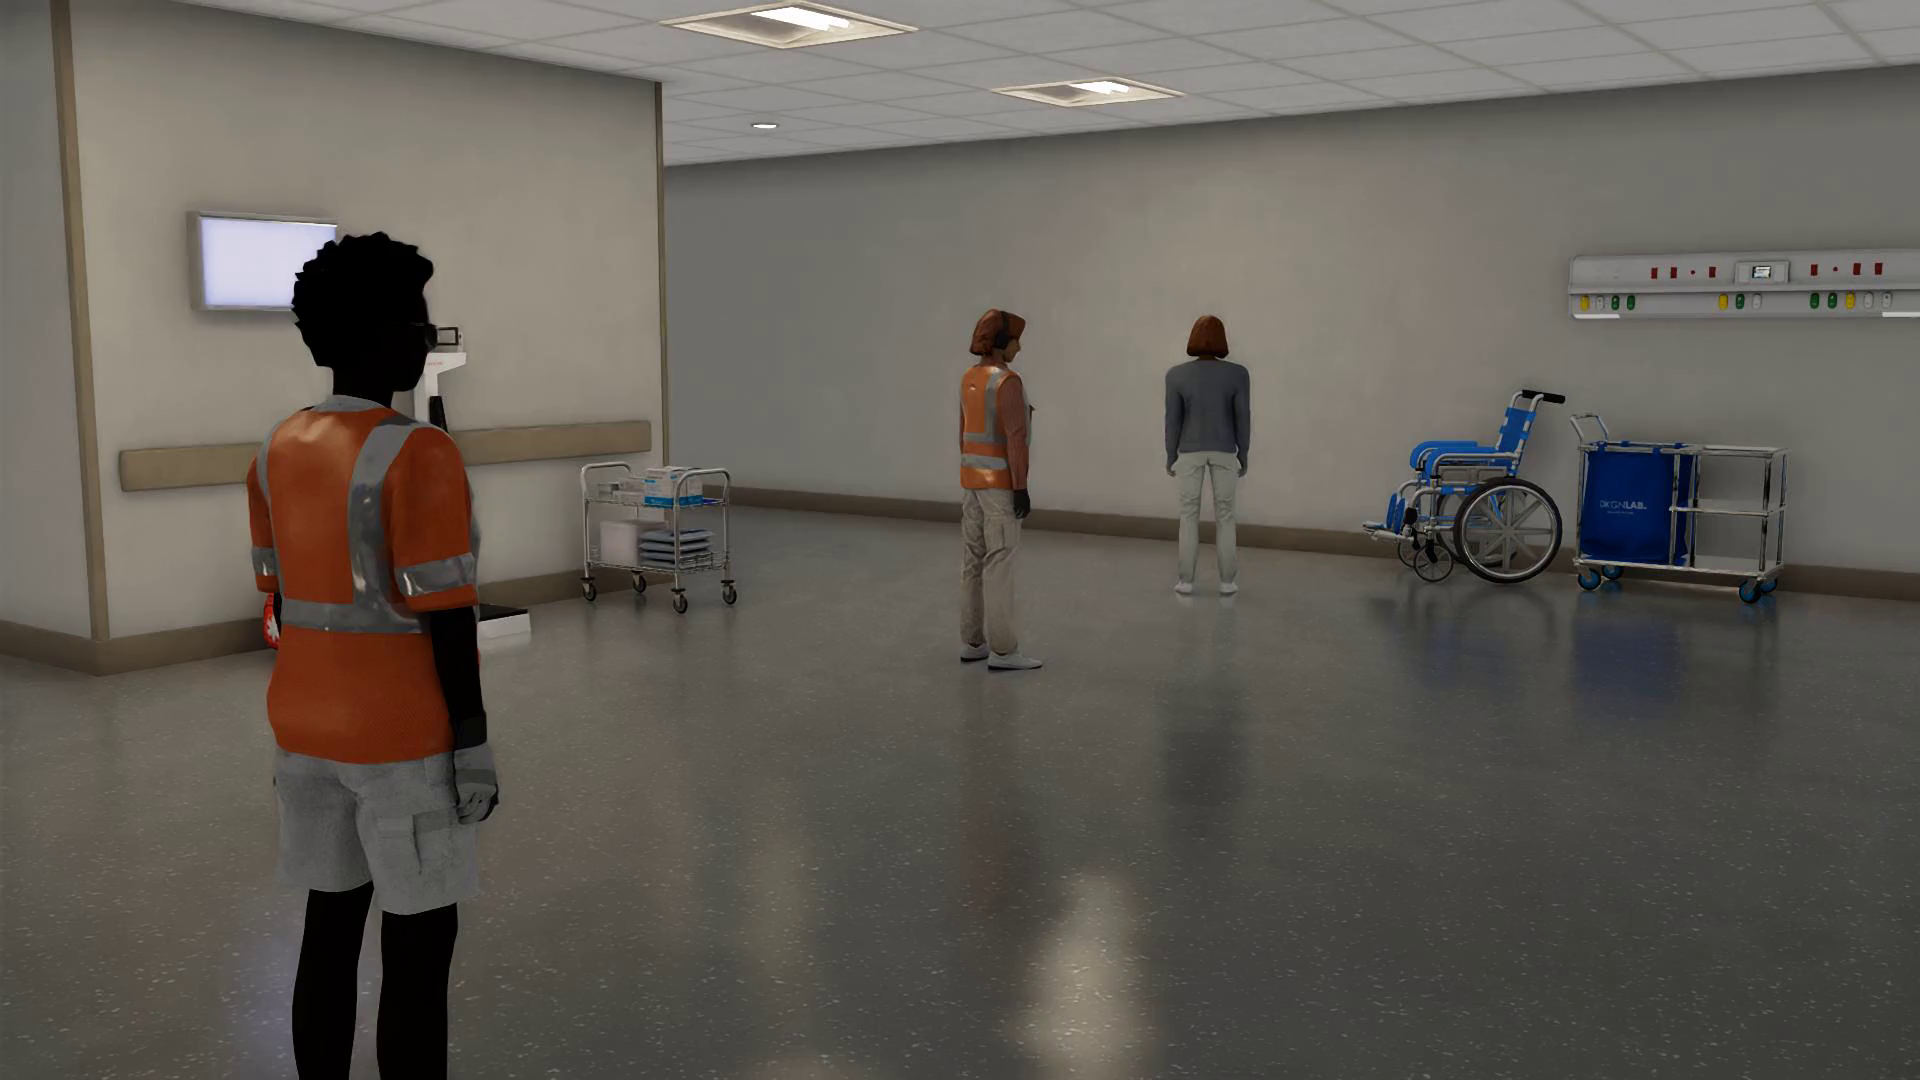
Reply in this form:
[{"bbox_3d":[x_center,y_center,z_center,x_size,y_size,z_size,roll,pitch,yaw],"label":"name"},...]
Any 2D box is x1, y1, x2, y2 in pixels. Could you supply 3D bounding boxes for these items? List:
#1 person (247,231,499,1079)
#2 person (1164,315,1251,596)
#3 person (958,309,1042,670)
[{"bbox_3d":[-0.987,0.333,2.847,0.535,1.698,0.318,5,9,35],"label":"person"},{"bbox_3d":[1.436,-0.485,9.676,0.499,1.633,0.286,1,7,6],"label":"person"},{"bbox_3d":[0.157,-0.229,7.597,0.310,1.639,0.514,-4,8,-28],"label":"person"}]
